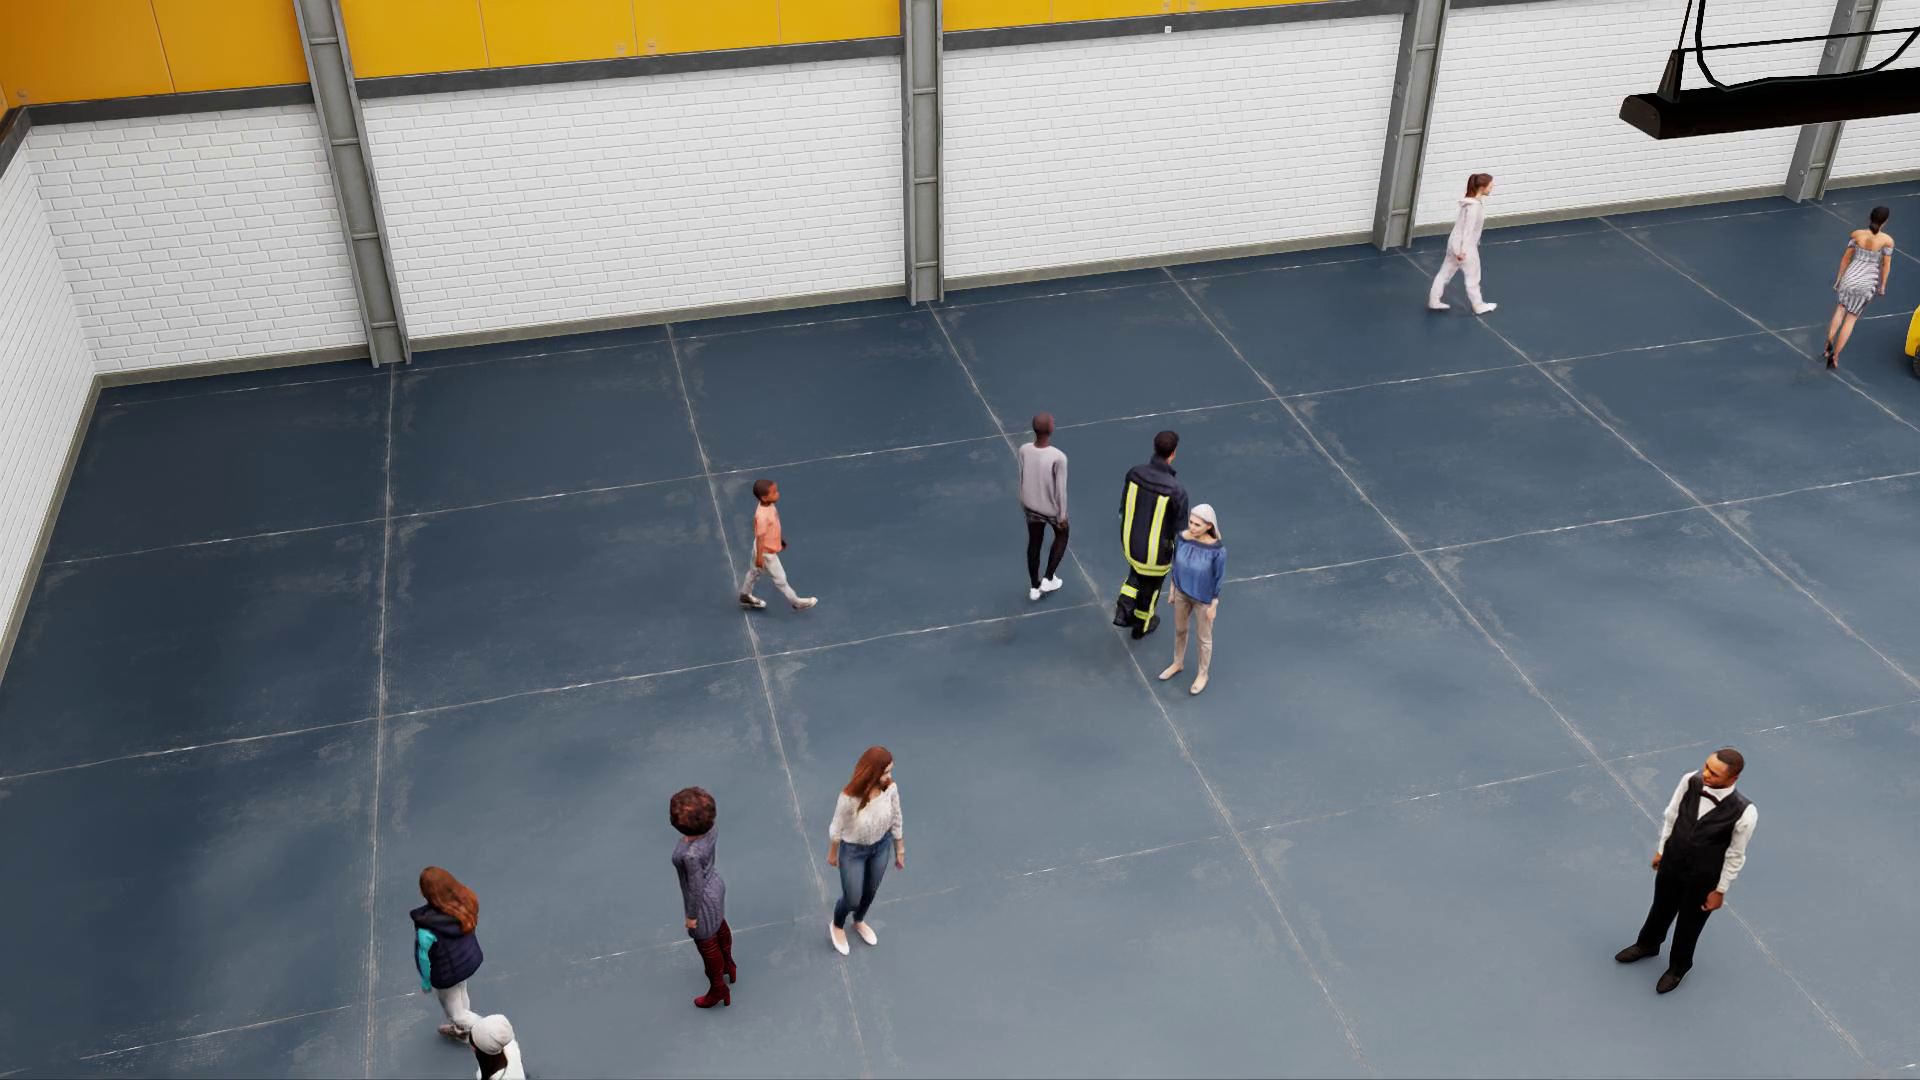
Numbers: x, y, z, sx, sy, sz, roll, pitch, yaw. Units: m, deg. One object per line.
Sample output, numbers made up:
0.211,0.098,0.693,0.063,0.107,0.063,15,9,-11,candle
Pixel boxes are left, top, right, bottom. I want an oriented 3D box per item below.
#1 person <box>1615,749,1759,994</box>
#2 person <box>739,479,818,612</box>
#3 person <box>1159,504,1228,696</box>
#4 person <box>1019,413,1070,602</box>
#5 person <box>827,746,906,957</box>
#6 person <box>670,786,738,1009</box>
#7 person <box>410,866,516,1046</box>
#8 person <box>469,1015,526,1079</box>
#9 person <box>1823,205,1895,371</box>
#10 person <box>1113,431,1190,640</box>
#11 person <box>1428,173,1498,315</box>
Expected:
4.614,2.030,10.426,0.694,1.918,0.752,-19,38,-26,person
-1.688,0.063,13.961,0.972,1.281,0.710,3,34,4,person
1.848,0.441,13.017,0.712,1.697,0.750,23,40,30,person
0.658,-0.238,13.979,0.760,1.762,0.816,18,38,25,person
-0.663,1.974,10.714,0.616,1.693,0.749,-9,35,-13,person
-1.585,2.220,10.329,0.644,1.709,0.664,5,34,8,person
-3.005,2.575,9.998,0.952,1.483,0.845,12,36,18,person
-2.438,3.147,8.993,0.529,1.644,0.589,-5,34,-7,person
9.420,-2.625,17.525,0.776,1.810,0.740,-26,42,-34,person
1.488,0.028,13.453,0.970,1.901,0.999,27,42,34,person
5.573,-3.323,18.721,1.051,1.649,0.818,0,34,0,person
